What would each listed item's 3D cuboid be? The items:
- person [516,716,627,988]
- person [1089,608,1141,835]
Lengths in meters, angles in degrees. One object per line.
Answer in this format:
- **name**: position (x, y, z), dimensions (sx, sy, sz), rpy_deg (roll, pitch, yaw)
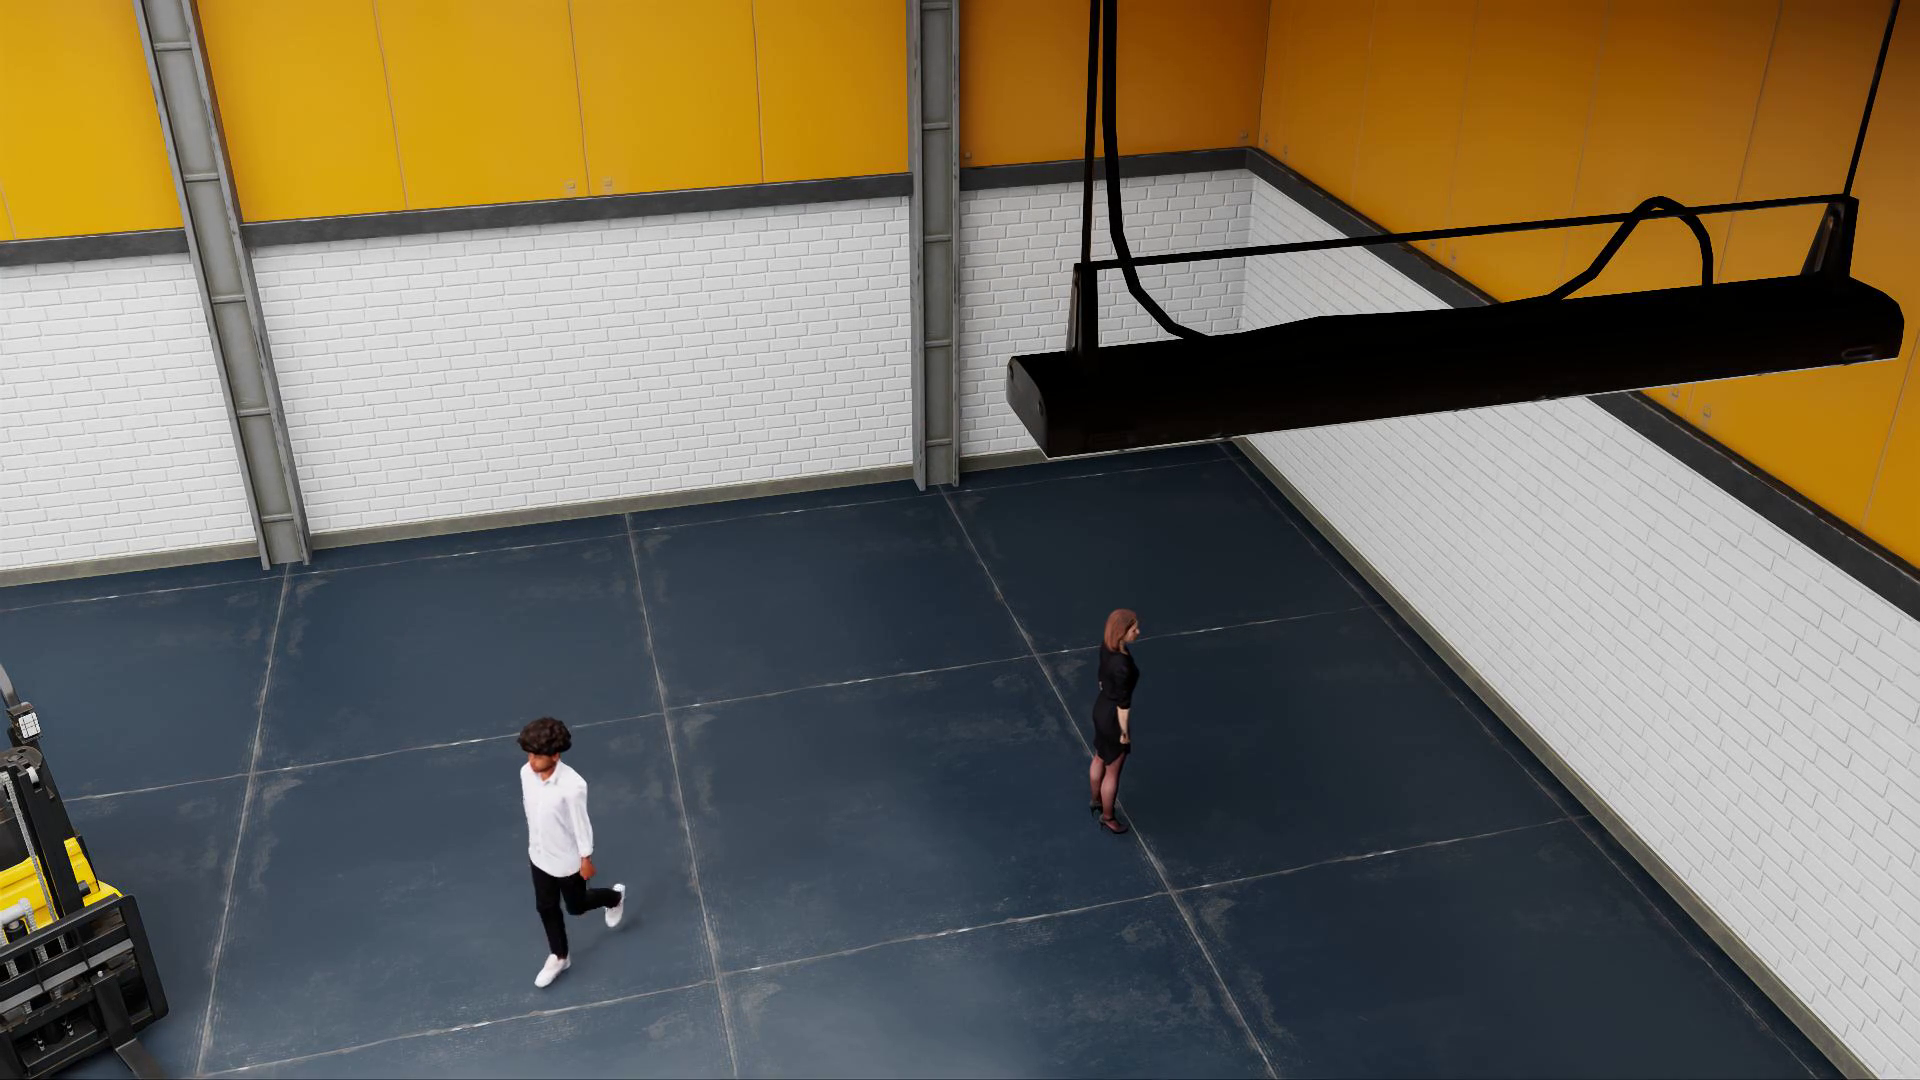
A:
- **person**: position (-2.368, 1.820, 10.026), dimensions (1.016, 1.793, 1.078), rpy_deg (16, 32, 27)
- **person**: position (1.031, 1.214, 11.229), dimensions (0.497, 1.704, 0.585), rpy_deg (-6, 29, -11)
